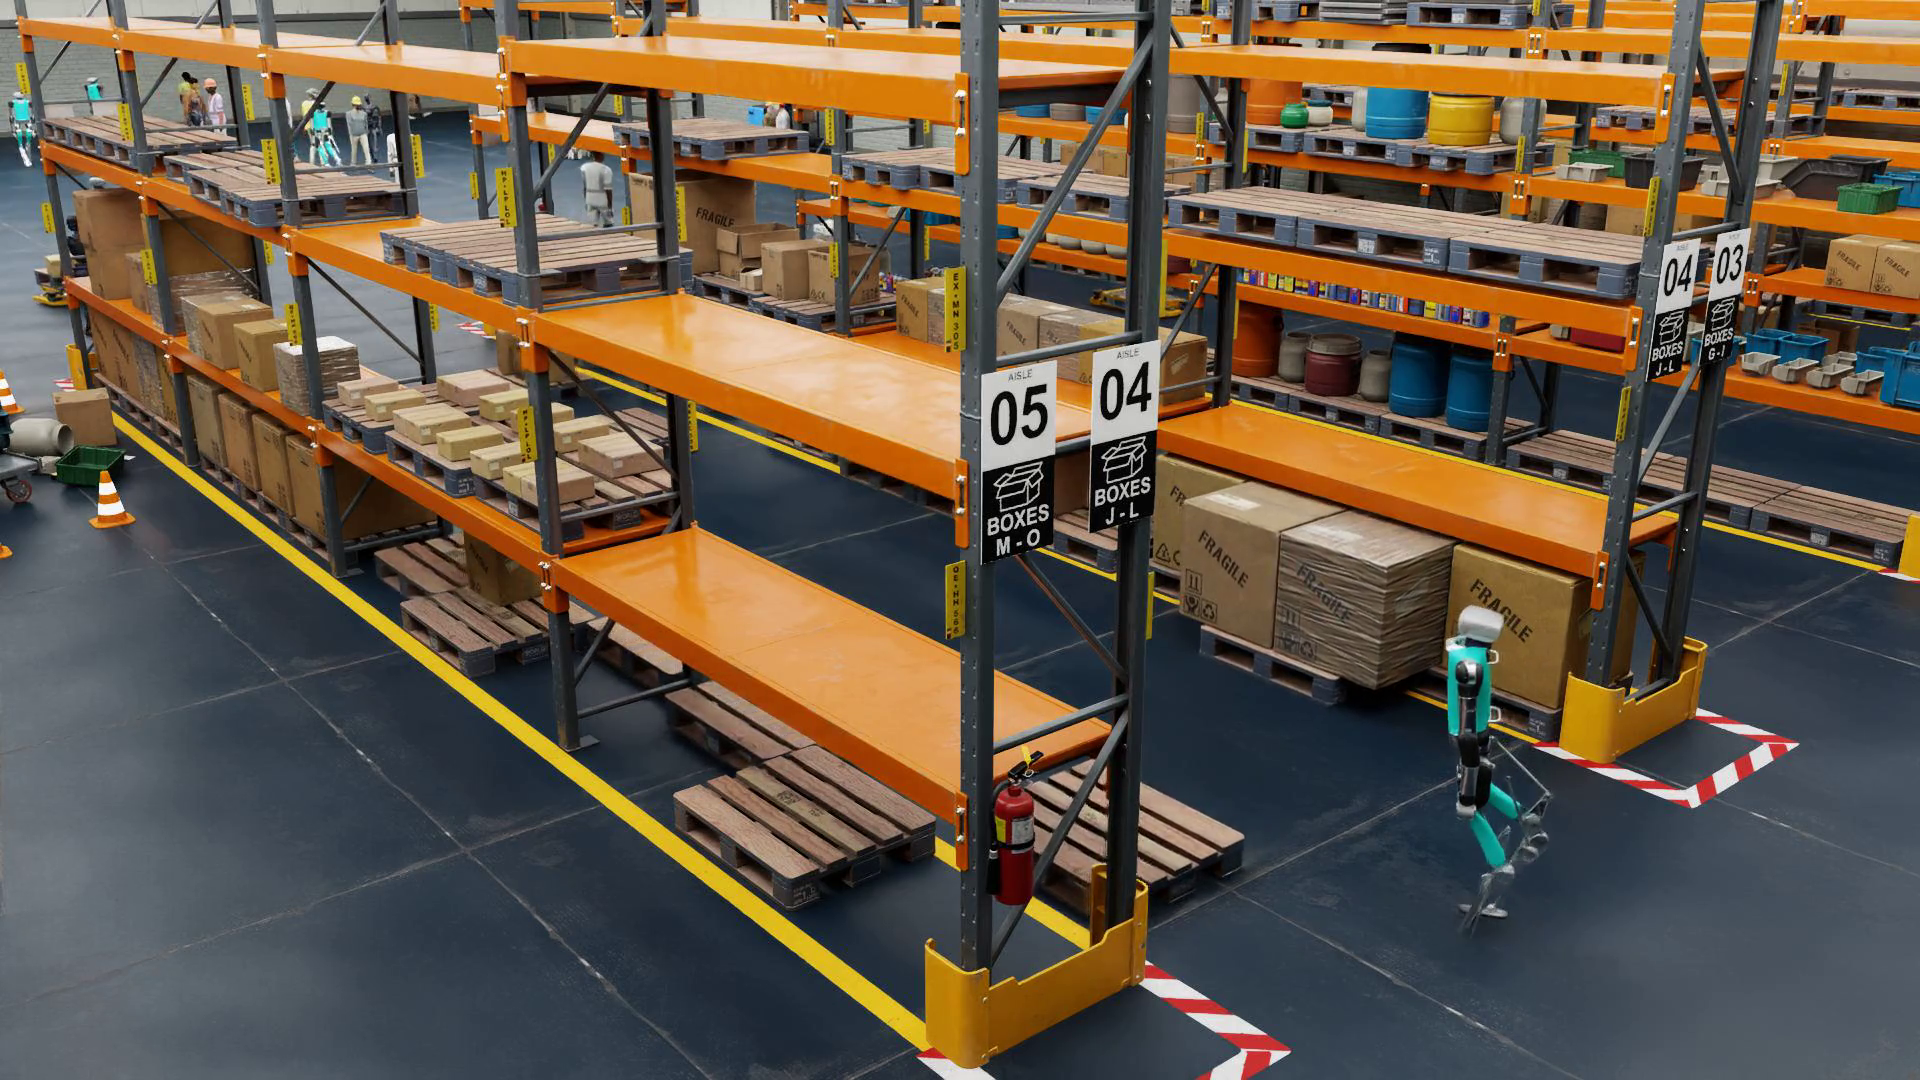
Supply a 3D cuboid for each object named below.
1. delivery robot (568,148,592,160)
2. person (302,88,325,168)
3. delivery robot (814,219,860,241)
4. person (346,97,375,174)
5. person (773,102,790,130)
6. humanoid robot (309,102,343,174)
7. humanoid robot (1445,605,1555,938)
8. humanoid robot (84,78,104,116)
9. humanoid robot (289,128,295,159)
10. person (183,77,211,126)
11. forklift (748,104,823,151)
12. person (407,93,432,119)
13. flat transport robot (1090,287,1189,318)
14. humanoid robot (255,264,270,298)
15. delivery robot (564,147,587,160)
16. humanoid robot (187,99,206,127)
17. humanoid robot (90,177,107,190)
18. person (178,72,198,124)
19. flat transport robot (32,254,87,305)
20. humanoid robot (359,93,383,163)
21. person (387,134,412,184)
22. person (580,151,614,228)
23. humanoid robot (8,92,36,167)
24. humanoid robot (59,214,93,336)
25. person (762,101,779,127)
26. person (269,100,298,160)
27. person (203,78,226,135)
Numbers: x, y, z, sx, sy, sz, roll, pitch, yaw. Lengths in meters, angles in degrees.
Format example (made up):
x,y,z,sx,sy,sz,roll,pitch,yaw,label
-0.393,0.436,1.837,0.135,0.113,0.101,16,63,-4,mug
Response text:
x,y,z,sx,sy,sz,roll,pitch,yaw,label
-9.430,-9.664,40.995,0.499,0.585,0.765,-12,23,-31,delivery robot
-14.939,-9.502,38.546,0.550,1.881,0.493,6,20,16,person
-2.131,-5.262,28.506,0.812,0.611,0.499,-16,25,-38,delivery robot
-13.857,-9.329,38.310,0.520,1.726,0.909,-15,24,-36,person
-3.874,-8.728,36.342,0.377,1.890,0.562,-5,20,-15,person
-13.771,-8.641,36.379,0.911,1.812,0.569,15,24,36,humanoid robot
2.728,1.233,8.310,0.721,1.857,0.545,5,20,15,humanoid robot
-22.647,-11.320,43.944,0.539,1.766,0.909,6,20,17,humanoid robot
-14.272,-8.192,35.213,0.796,1.633,0.599,-2,19,-5,humanoid robot
-19.568,-10.889,42.547,0.498,1.843,0.804,7,20,18,person
-4.526,-11.368,42.374,1.129,2.768,1.873,-15,24,-37,forklift
-16.703,-13.877,51.073,0.964,1.829,0.507,-18,26,-42,person
2.545,-3.347,23.461,0.659,0.231,1.431,-14,24,-34,flat transport robot
-8.990,-3.141,20.833,0.765,1.896,0.545,4,20,12,humanoid robot
-9.465,-9.644,40.980,0.499,0.614,0.815,7,21,20,delivery robot
-17.720,-9.414,38.701,0.787,1.639,0.600,6,20,17,humanoid robot
-12.182,-4.389,24.174,0.675,1.773,0.530,-14,24,-34,humanoid robot
-21.644,-12.289,46.752,0.534,1.699,0.318,-13,23,-32,person
-12.692,-3.645,24.309,0.659,0.231,1.431,16,25,38,flat transport robot
-14.269,-9.955,40.190,0.590,1.626,0.756,-3,20,-9,humanoid robot
-10.533,-7.039,31.533,0.572,1.886,0.354,-3,20,-9,person
-5.889,-5.467,26.965,0.607,1.942,0.763,8,21,21,person
-22.147,-9.663,39.302,0.557,1.831,0.895,-14,24,-34,humanoid robot
-11.368,-3.386,21.532,0.781,1.628,0.615,10,22,27,humanoid robot
-4.284,-9.011,37.340,0.510,1.747,0.576,13,23,33,person
-15.961,-9.737,39.200,0.495,1.901,0.550,0,19,0,person
-17.636,-9.900,39.464,0.398,2.035,0.598,-17,26,-40,person
